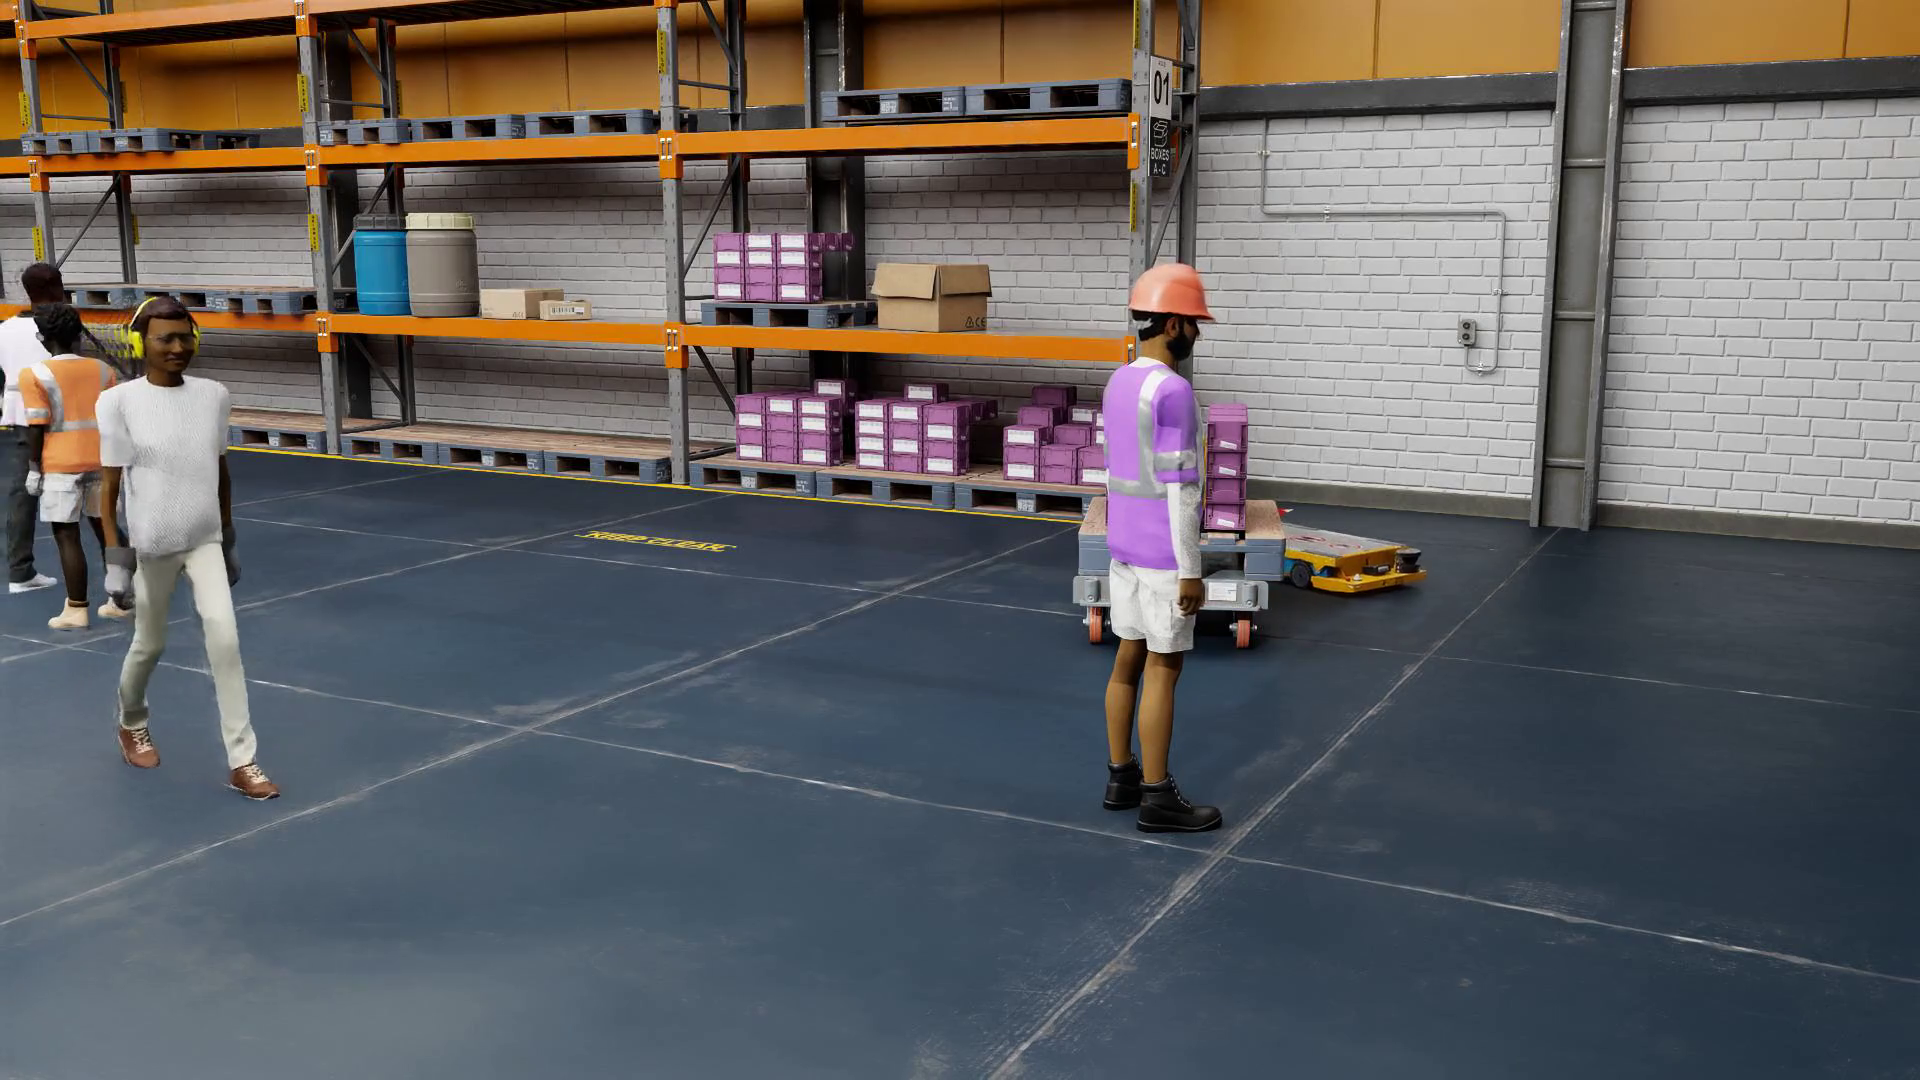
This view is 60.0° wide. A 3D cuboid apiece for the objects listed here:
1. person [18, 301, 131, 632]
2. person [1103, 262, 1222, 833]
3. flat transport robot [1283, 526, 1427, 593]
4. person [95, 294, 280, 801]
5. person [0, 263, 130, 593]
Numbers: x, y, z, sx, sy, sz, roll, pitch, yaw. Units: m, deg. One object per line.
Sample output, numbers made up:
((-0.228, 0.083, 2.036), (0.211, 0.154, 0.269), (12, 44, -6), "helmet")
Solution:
((-4.574, -0.378, 8.584), (0.317, 1.696, 0.540), (5, 11, 24), "person")
((0.687, 0.030, 5.693), (0.358, 1.937, 0.544), (-4, 11, -20), "person")
((2.018, 0.078, 9.997), (0.652, 0.197, 1.431), (-8, 13, -37), "flat transport robot")
((-2.916, 0.009, 6.131), (0.974, 1.829, 0.547), (9, 13, 39), "person")
((-5.272, -0.675, 9.750), (0.603, 1.861, 1.014), (3, 11, 15), "person")
